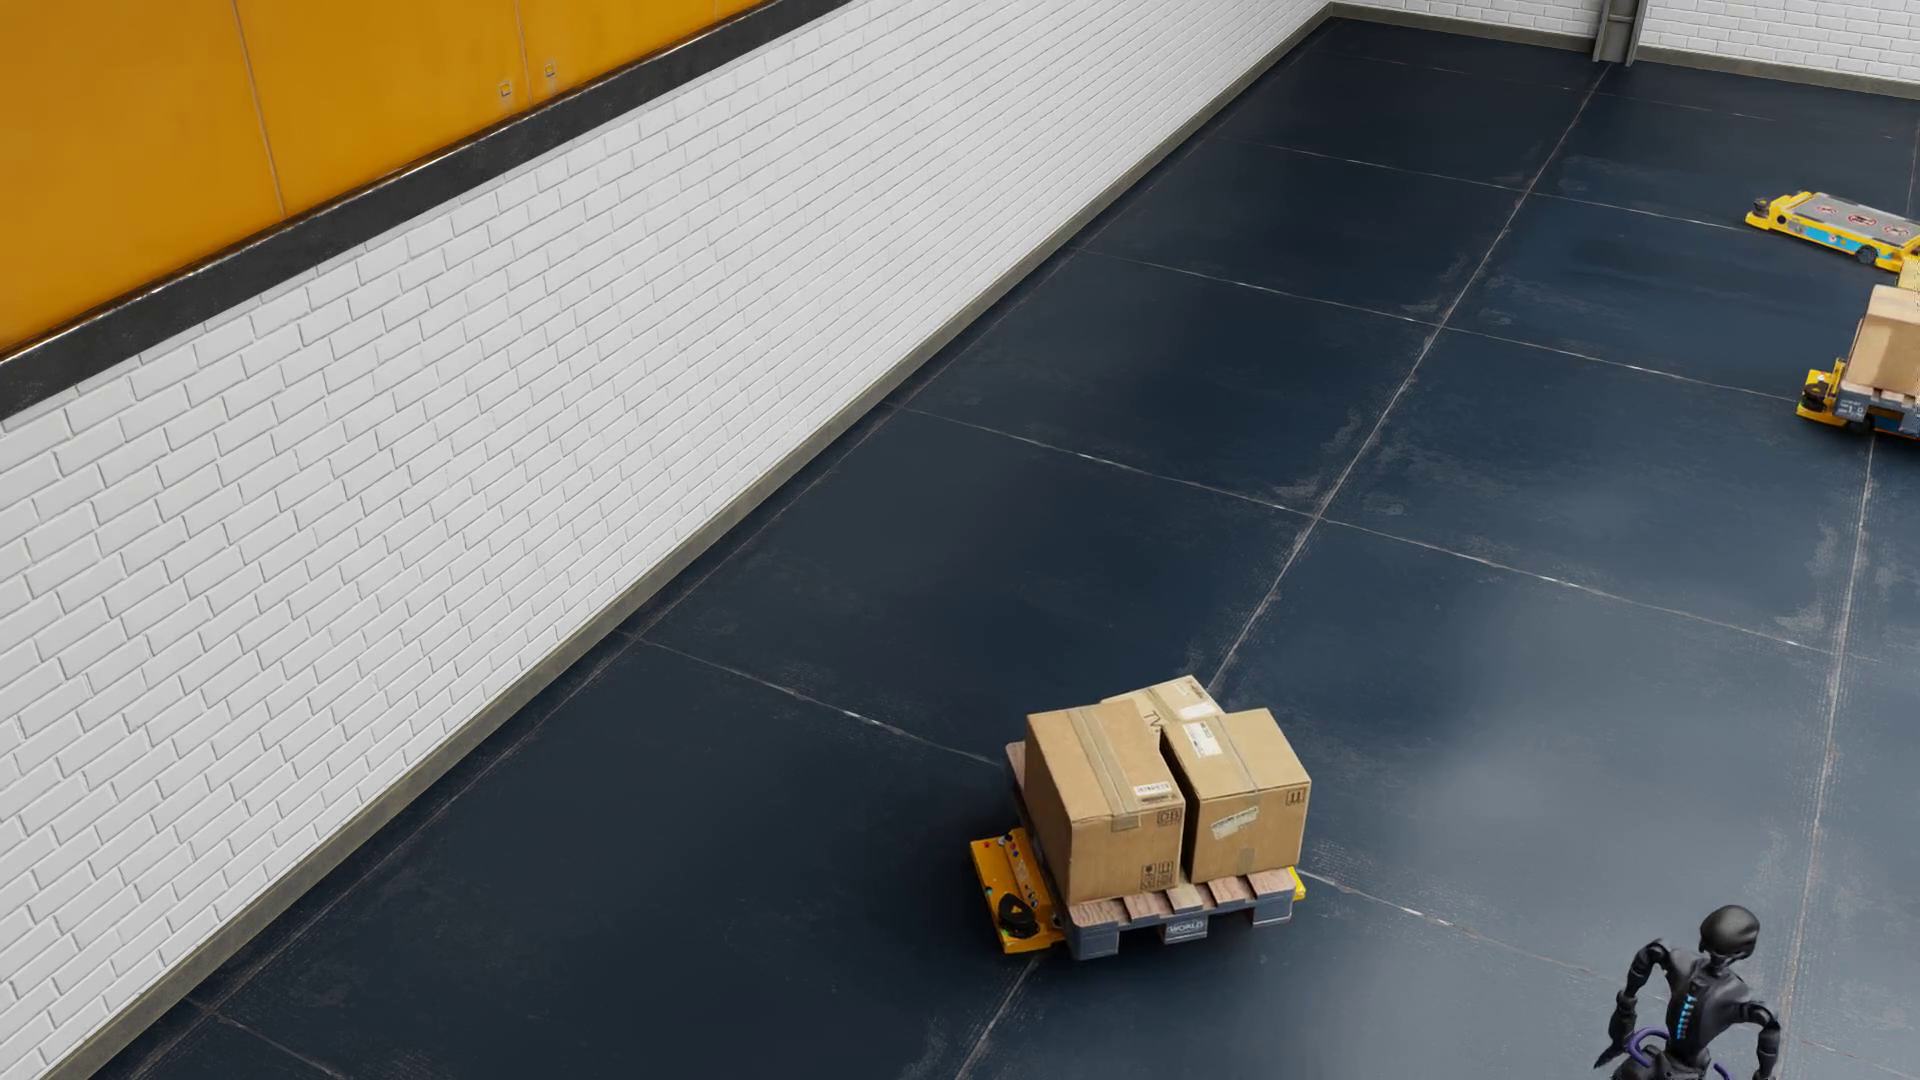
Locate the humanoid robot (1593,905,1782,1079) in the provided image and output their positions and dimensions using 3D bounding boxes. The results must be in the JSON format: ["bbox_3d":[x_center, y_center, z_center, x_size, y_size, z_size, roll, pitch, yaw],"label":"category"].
[{"bbox_3d":[2.526,1.930,5.842,0.400,1.641,0.609,-26,42,-33],"label":"humanoid robot"}]

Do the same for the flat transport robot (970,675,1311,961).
[{"bbox_3d":[0.816,1.507,7.736,1.431,0.231,0.659,-8,35,-11],"label":"flat transport robot"}]

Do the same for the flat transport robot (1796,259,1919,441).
[{"bbox_3d":[6.501,-0.874,11.278,1.431,0.231,0.659,18,38,25],"label":"flat transport robot"}]

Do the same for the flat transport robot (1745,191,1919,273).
[{"bbox_3d":[7.378,-2.579,13.814,0.659,0.231,1.431,-25,41,-32],"label":"flat transport robot"}]
